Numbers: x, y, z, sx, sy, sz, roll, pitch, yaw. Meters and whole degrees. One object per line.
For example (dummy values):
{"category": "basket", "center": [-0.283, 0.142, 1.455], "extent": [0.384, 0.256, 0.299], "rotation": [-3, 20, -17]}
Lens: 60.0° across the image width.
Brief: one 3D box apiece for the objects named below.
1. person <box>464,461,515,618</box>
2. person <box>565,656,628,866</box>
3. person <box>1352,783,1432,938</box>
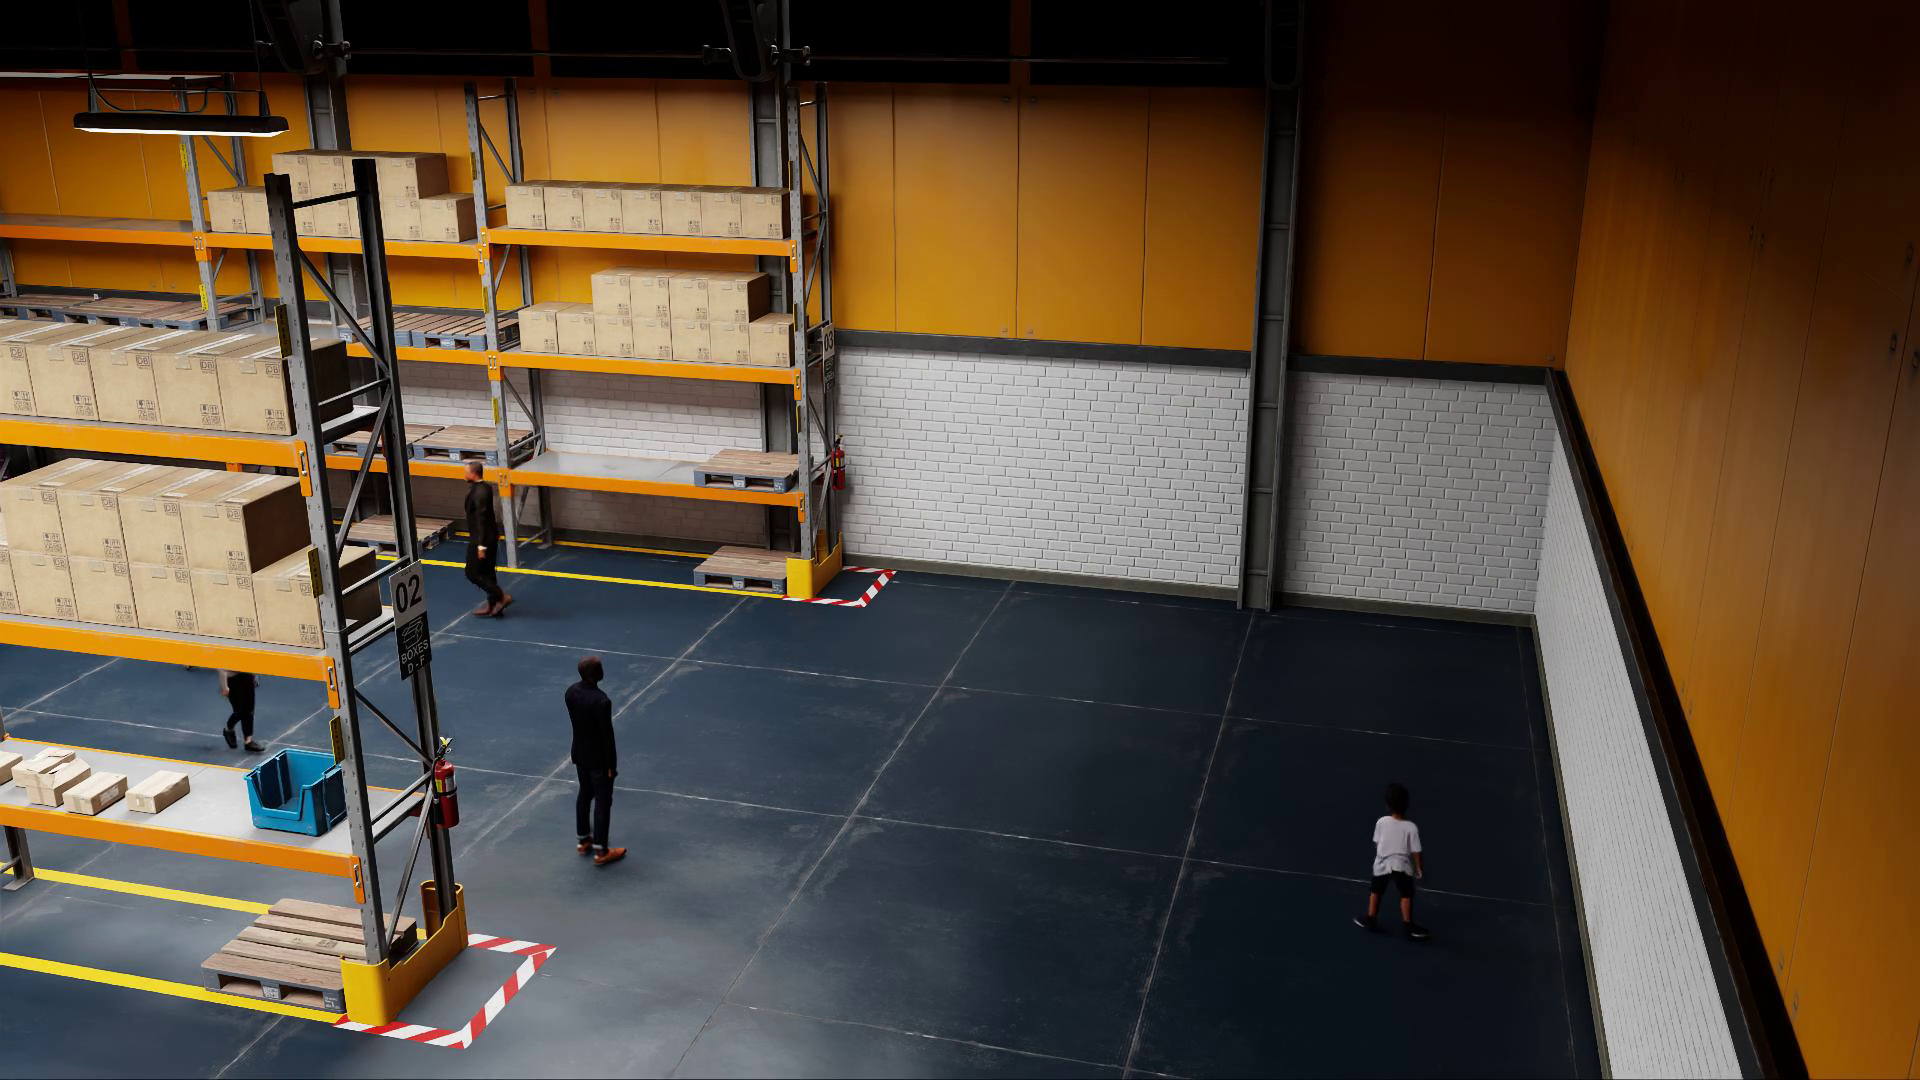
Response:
{"category": "person", "center": [-5.439, 0.013, 19.301], "extent": [0.886, 1.887, 0.861], "rotation": [-2, 19, -7]}
{"category": "person", "center": [-3.097, 1.834, 14.004], "extent": [0.716, 1.815, 0.838], "rotation": [17, 25, 41]}
{"category": "person", "center": [3.407, 2.502, 12.910], "extent": [0.424, 1.248, 0.821], "rotation": [10, 21, 28]}
